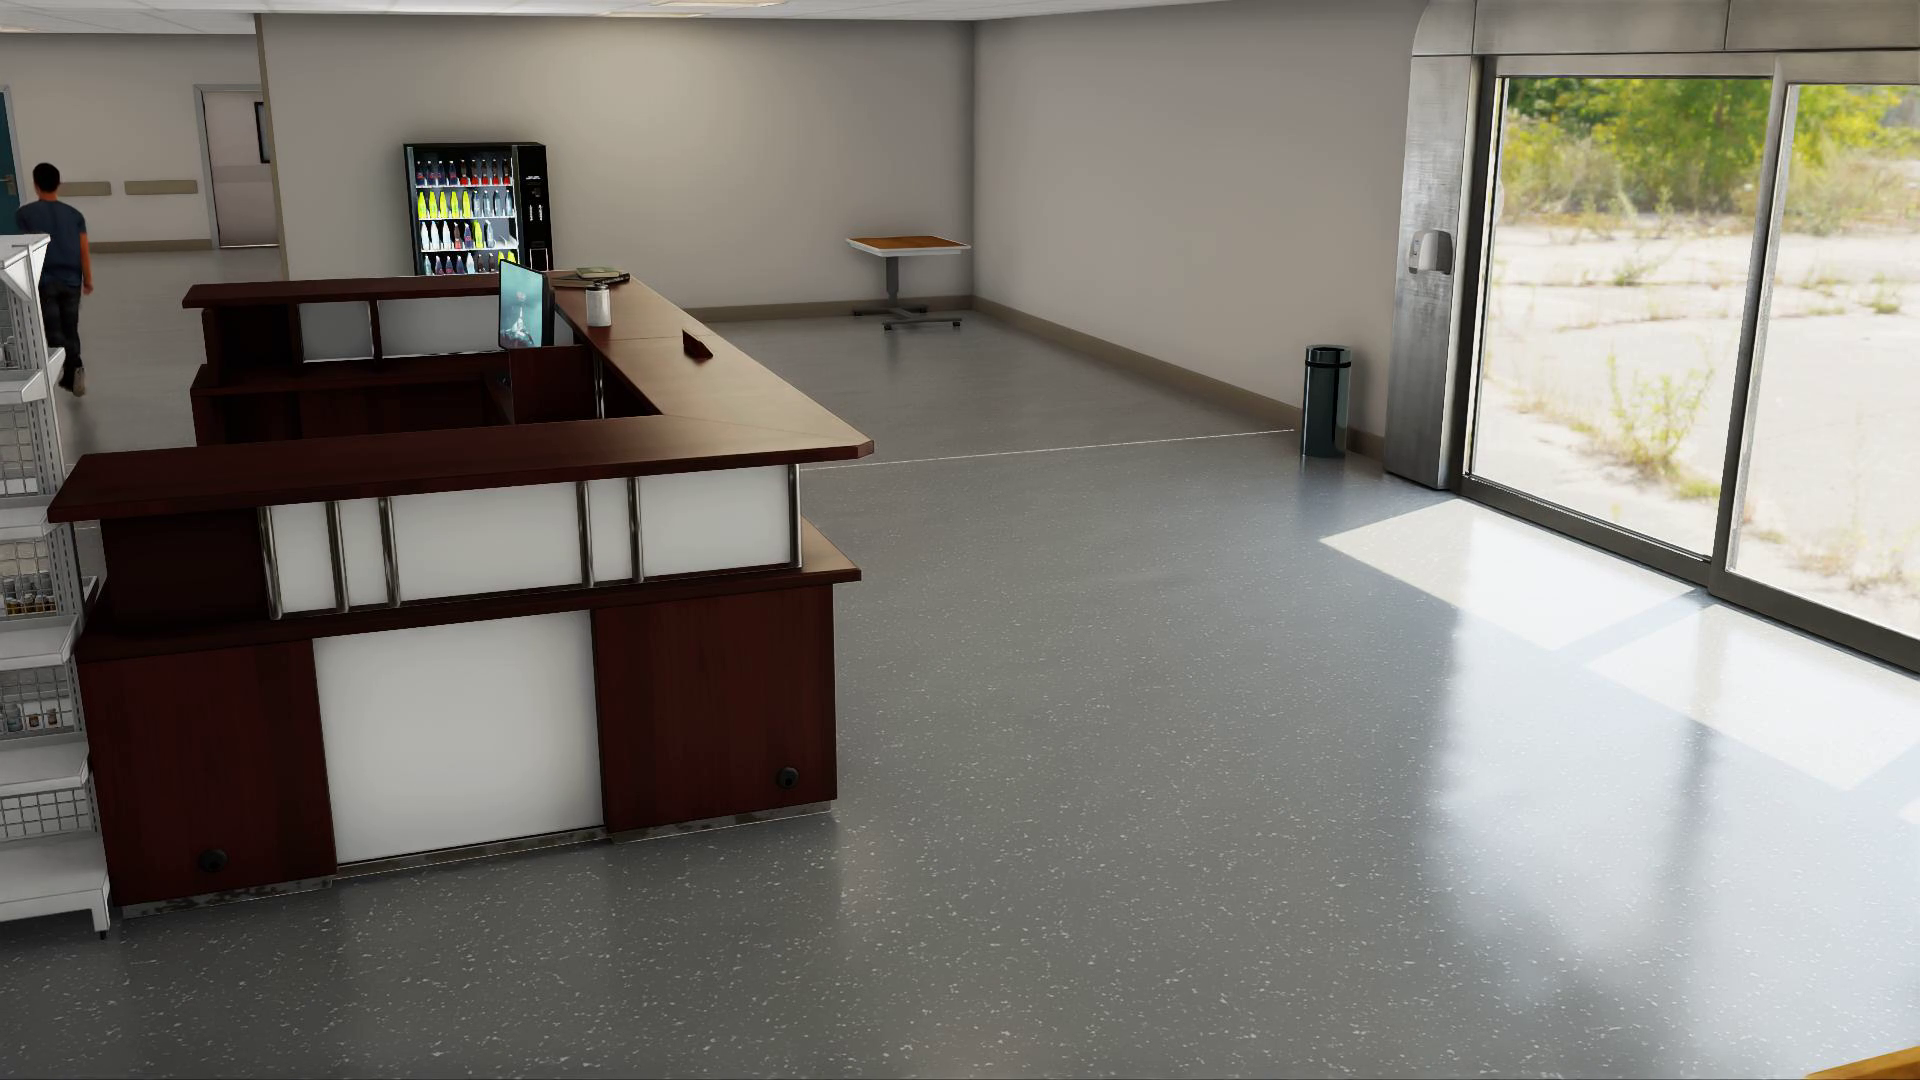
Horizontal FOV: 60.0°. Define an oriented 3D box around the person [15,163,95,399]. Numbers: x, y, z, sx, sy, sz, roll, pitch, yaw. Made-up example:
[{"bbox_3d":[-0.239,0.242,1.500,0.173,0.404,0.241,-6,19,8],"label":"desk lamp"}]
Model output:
[{"bbox_3d":[-6.975,-1.976,12.863,1.113,1.789,0.996,-14,21,-42],"label":"person"}]
